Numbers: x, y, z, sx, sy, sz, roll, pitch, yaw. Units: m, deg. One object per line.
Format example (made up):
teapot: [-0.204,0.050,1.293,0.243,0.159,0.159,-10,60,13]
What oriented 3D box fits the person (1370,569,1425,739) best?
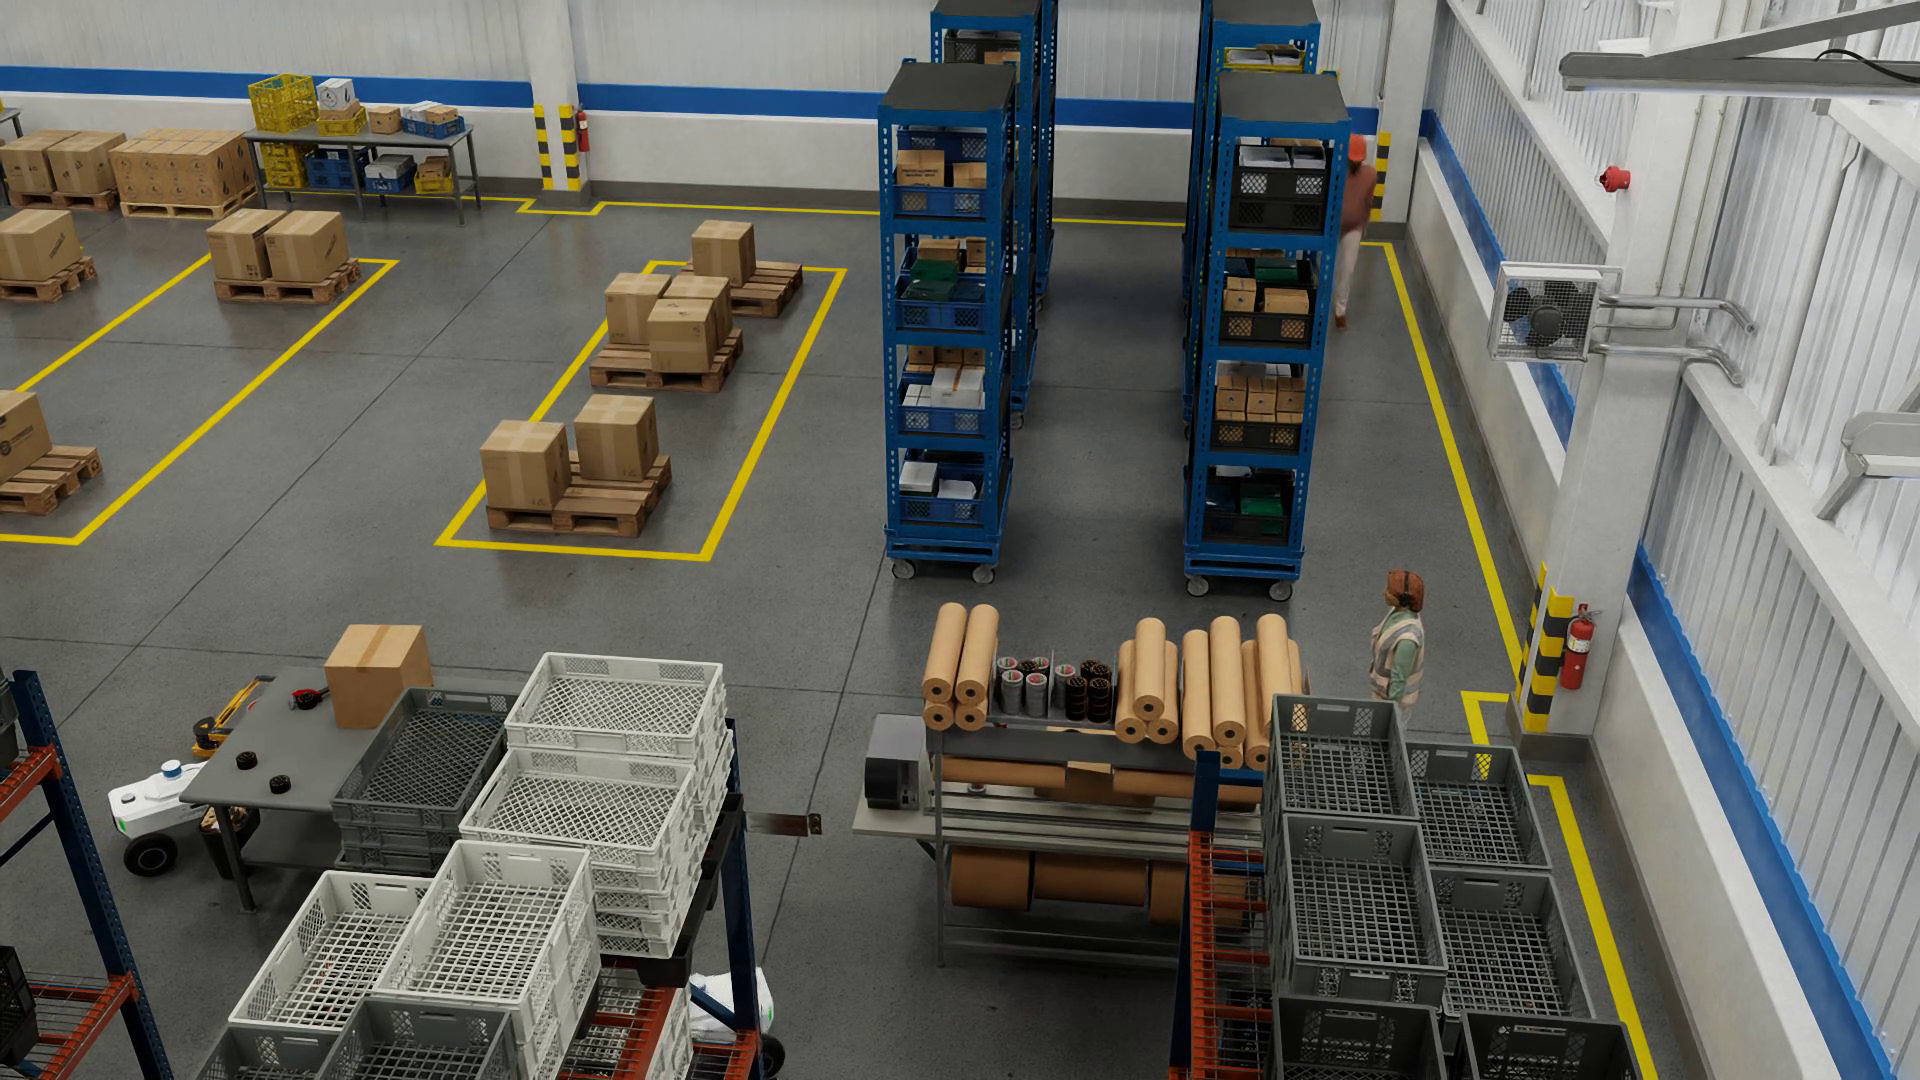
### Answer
person: [2.541,0.894,9.768,0.312,1.633,0.519,4,31,8]

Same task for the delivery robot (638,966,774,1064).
delivery robot: [-1.292,2.358,8.226,0.707,0.478,0.477,-10,32,-17]

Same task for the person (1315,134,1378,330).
person: [3.718,-3.138,16.411,0.629,1.938,0.933,-1,30,-1]

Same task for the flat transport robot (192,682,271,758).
flat transport robot: [-4.089,1.163,10.648,1.431,0.197,0.652,3,30,6]

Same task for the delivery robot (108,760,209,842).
delivery robot: [-4.543,1.502,9.696,0.707,0.478,0.477,-17,34,-27]
